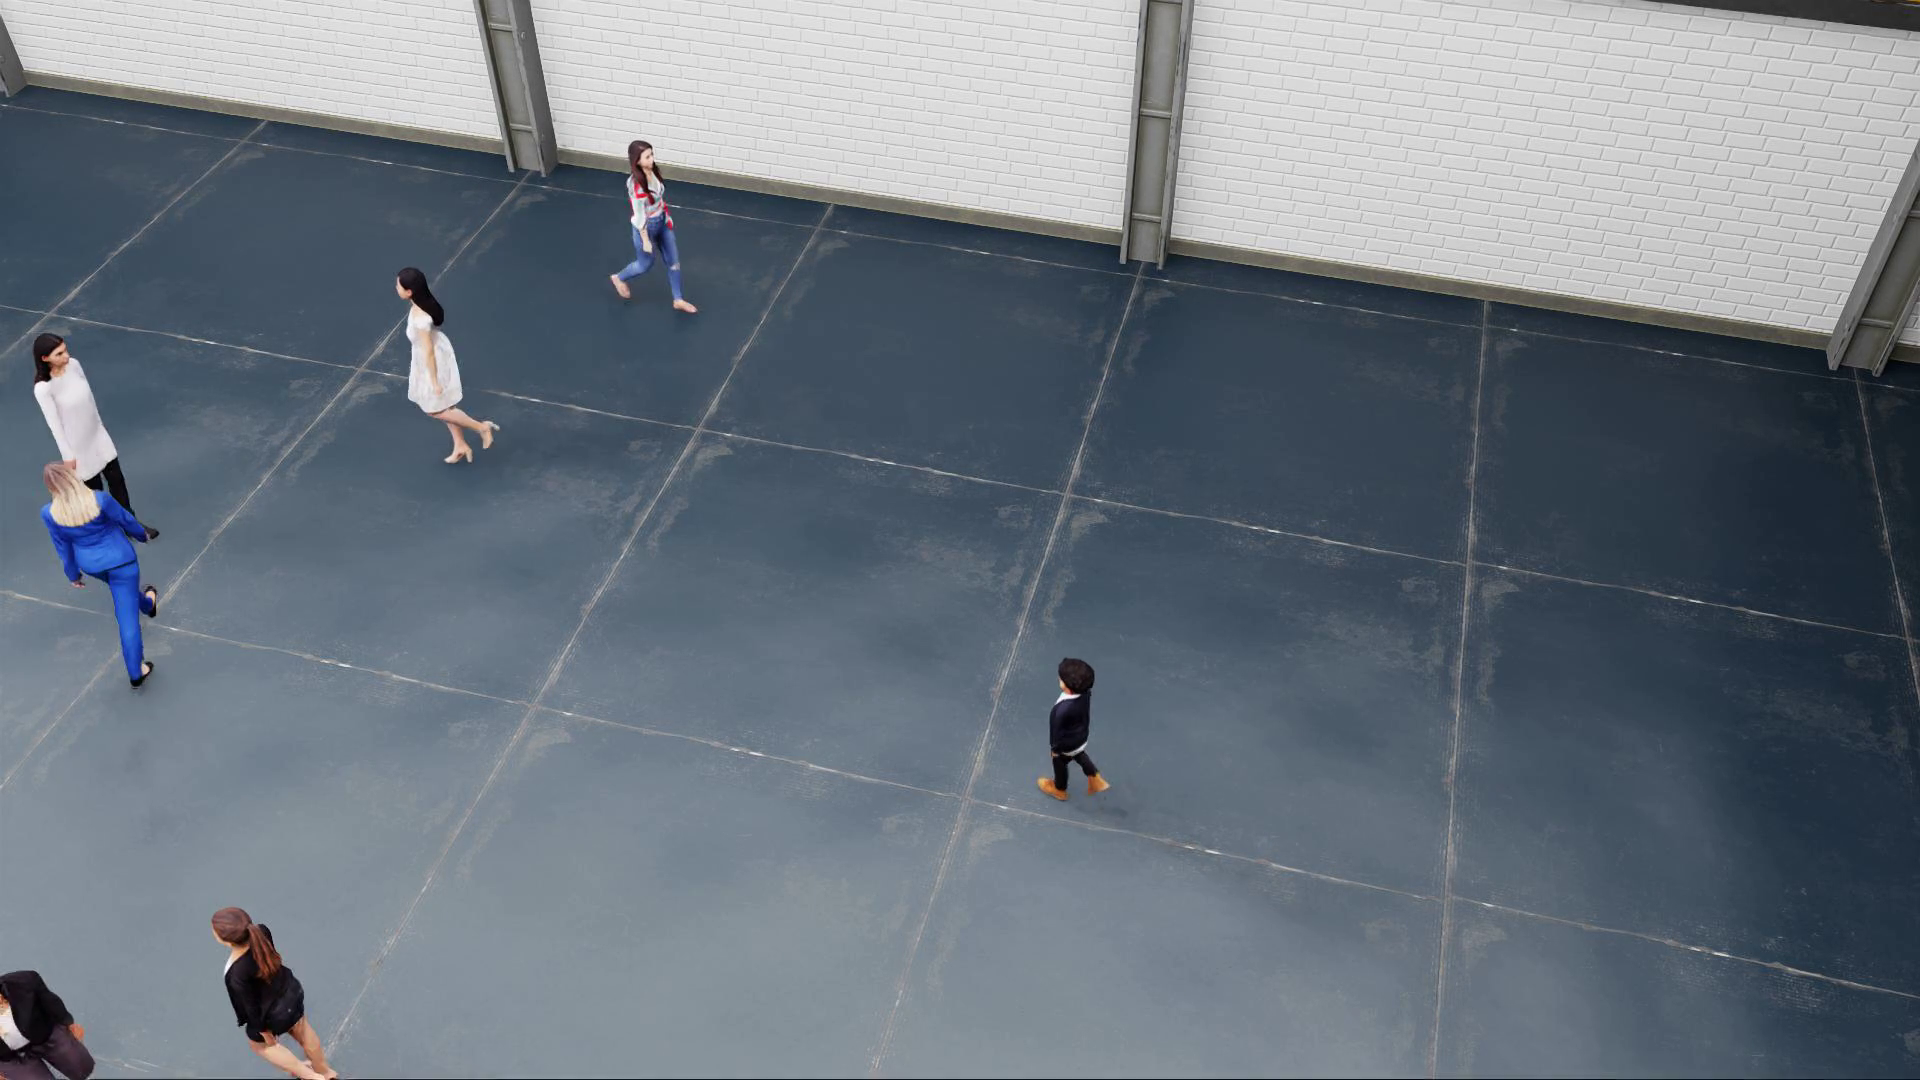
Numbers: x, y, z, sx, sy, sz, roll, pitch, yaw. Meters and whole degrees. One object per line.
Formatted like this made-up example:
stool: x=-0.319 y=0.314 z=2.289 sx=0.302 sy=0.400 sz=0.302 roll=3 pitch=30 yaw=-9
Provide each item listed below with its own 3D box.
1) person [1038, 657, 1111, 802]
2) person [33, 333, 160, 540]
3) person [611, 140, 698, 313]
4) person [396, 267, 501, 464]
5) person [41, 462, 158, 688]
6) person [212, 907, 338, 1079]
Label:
person: x=0.722 y=1.196 z=10.188 sx=0.744 sy=1.216 sz=0.619 roll=24 pitch=49 yaw=23
person: x=-6.275 y=-0.714 z=11.779 sx=0.935 sy=1.787 sz=0.616 roll=13 pitch=45 yaw=13
person: x=-2.661 y=-2.614 z=13.919 sx=1.057 sy=1.586 sz=0.711 roll=18 pitch=46 yaw=18
person: x=-3.804 y=-1.267 z=12.376 sx=0.925 sy=1.764 sz=0.815 roll=-8 pitch=44 yaw=-8
person: x=-5.566 y=0.249 z=10.872 sx=1.186 sy=1.643 sz=0.996 roll=-5 pitch=44 yaw=-5
person: x=-3.510 y=2.417 z=8.668 sx=0.556 sy=1.545 sz=0.525 roll=10 pitch=44 yaw=10
